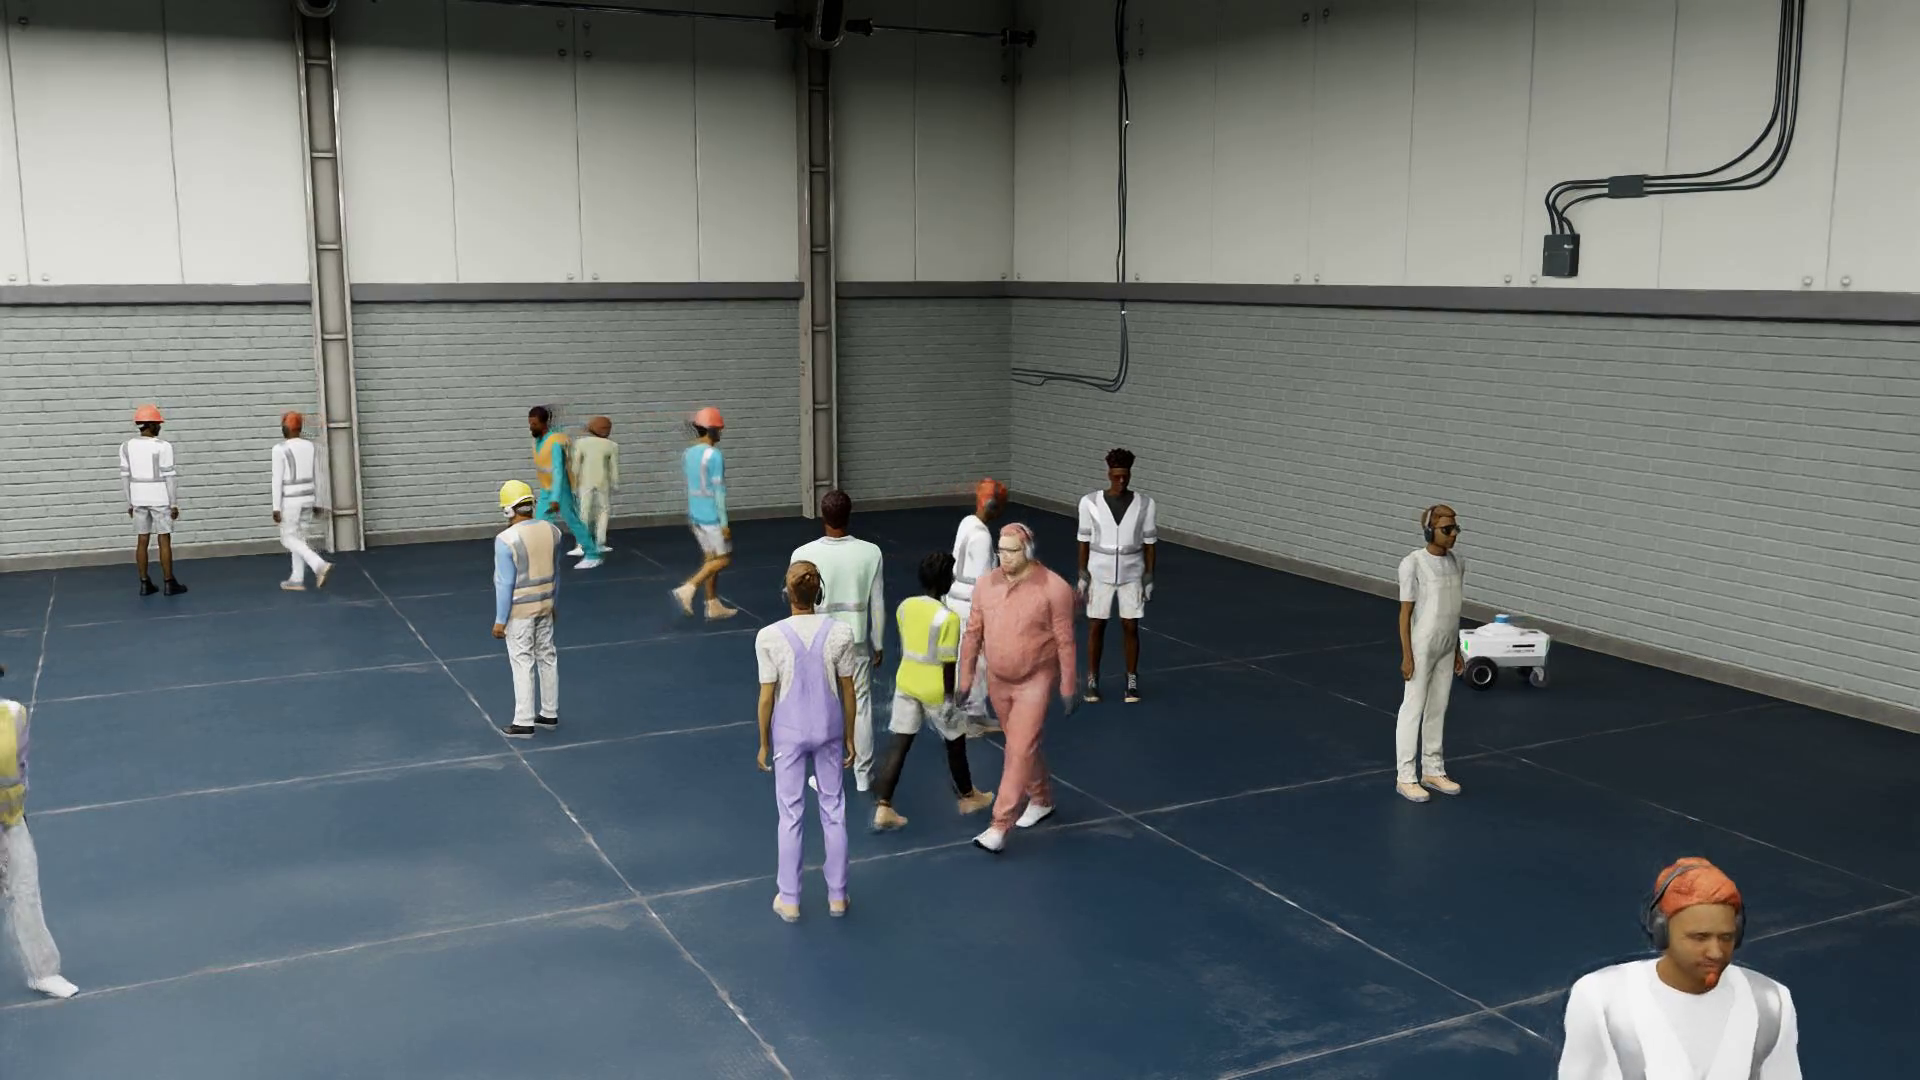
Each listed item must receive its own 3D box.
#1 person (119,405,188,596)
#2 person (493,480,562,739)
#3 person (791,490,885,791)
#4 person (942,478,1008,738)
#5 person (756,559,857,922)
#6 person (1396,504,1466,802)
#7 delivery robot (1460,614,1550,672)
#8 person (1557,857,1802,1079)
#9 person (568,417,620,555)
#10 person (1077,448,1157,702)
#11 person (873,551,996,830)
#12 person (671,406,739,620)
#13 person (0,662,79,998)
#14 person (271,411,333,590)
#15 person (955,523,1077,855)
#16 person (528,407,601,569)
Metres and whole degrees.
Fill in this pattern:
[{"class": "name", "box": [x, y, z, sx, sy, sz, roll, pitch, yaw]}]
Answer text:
[{"class": "person", "box": [-8.153, -0.395, 16.794, 0.546, 1.934, 0.376, 1, 9, 5]}, {"class": "person", "box": [-3.064, 0.484, 11.718, 0.403, 1.822, 0.588, 5, 11, 29]}, {"class": "person", "box": [-0.761, 0.645, 10.432, 0.593, 1.920, 0.392, -2, 9, -12]}, {"class": "person", "box": [0.138, 0.490, 11.570, 0.599, 1.854, 0.603, -1, 9, -5]}, {"class": "person", "box": [-0.775, 1.010, 8.405, 0.504, 1.847, 0.345, -2, 9, -13]}, {"class": "person", "box": [2.942, 0.694, 10.354, 0.506, 1.847, 0.345, -6, 11, -31]}, {"class": "delivery robot", "box": [4.282, 0.833, 13.173, 0.707, 0.478, 0.477, -1, 9, -3]}, {"class": "person", "box": [1.828, 1.698, 4.213, 0.601, 1.830, 0.977, 0, 9, -3]}, {"class": "person", "box": [-4.259, -0.625, 19.266, 0.620, 1.598, 0.408, 0, 9, -2]}, {"class": "person", "box": [1.193, 0.267, 12.650, 0.607, 1.958, 0.377, 1, 9, 3]}, {"class": "person", "box": [-0.175, 0.879, 9.815, 0.866, 1.652, 0.539, -9, 13, -44]}, {"class": "person", "box": [-2.375, -0.223, 15.442, 0.627, 2.029, 0.634, -6, 11, -34]}, {"class": "person", "box": [-4.458, 1.279, 7.525, 0.865, 1.595, 0.532, 4, 10, 25]}, {"class": "person", "box": [-6.705, -0.382, 16.927, 0.691, 1.863, 0.587, 4, 10, 23]}, {"class": "person", "box": [0.289, 0.826, 9.509, 0.674, 1.849, 1.007, 6, 11, 34]}, {"class": "person", "box": [-4.365, -0.535, 18.000, 1.086, 1.834, 0.597, -9, 13, -44]}]
